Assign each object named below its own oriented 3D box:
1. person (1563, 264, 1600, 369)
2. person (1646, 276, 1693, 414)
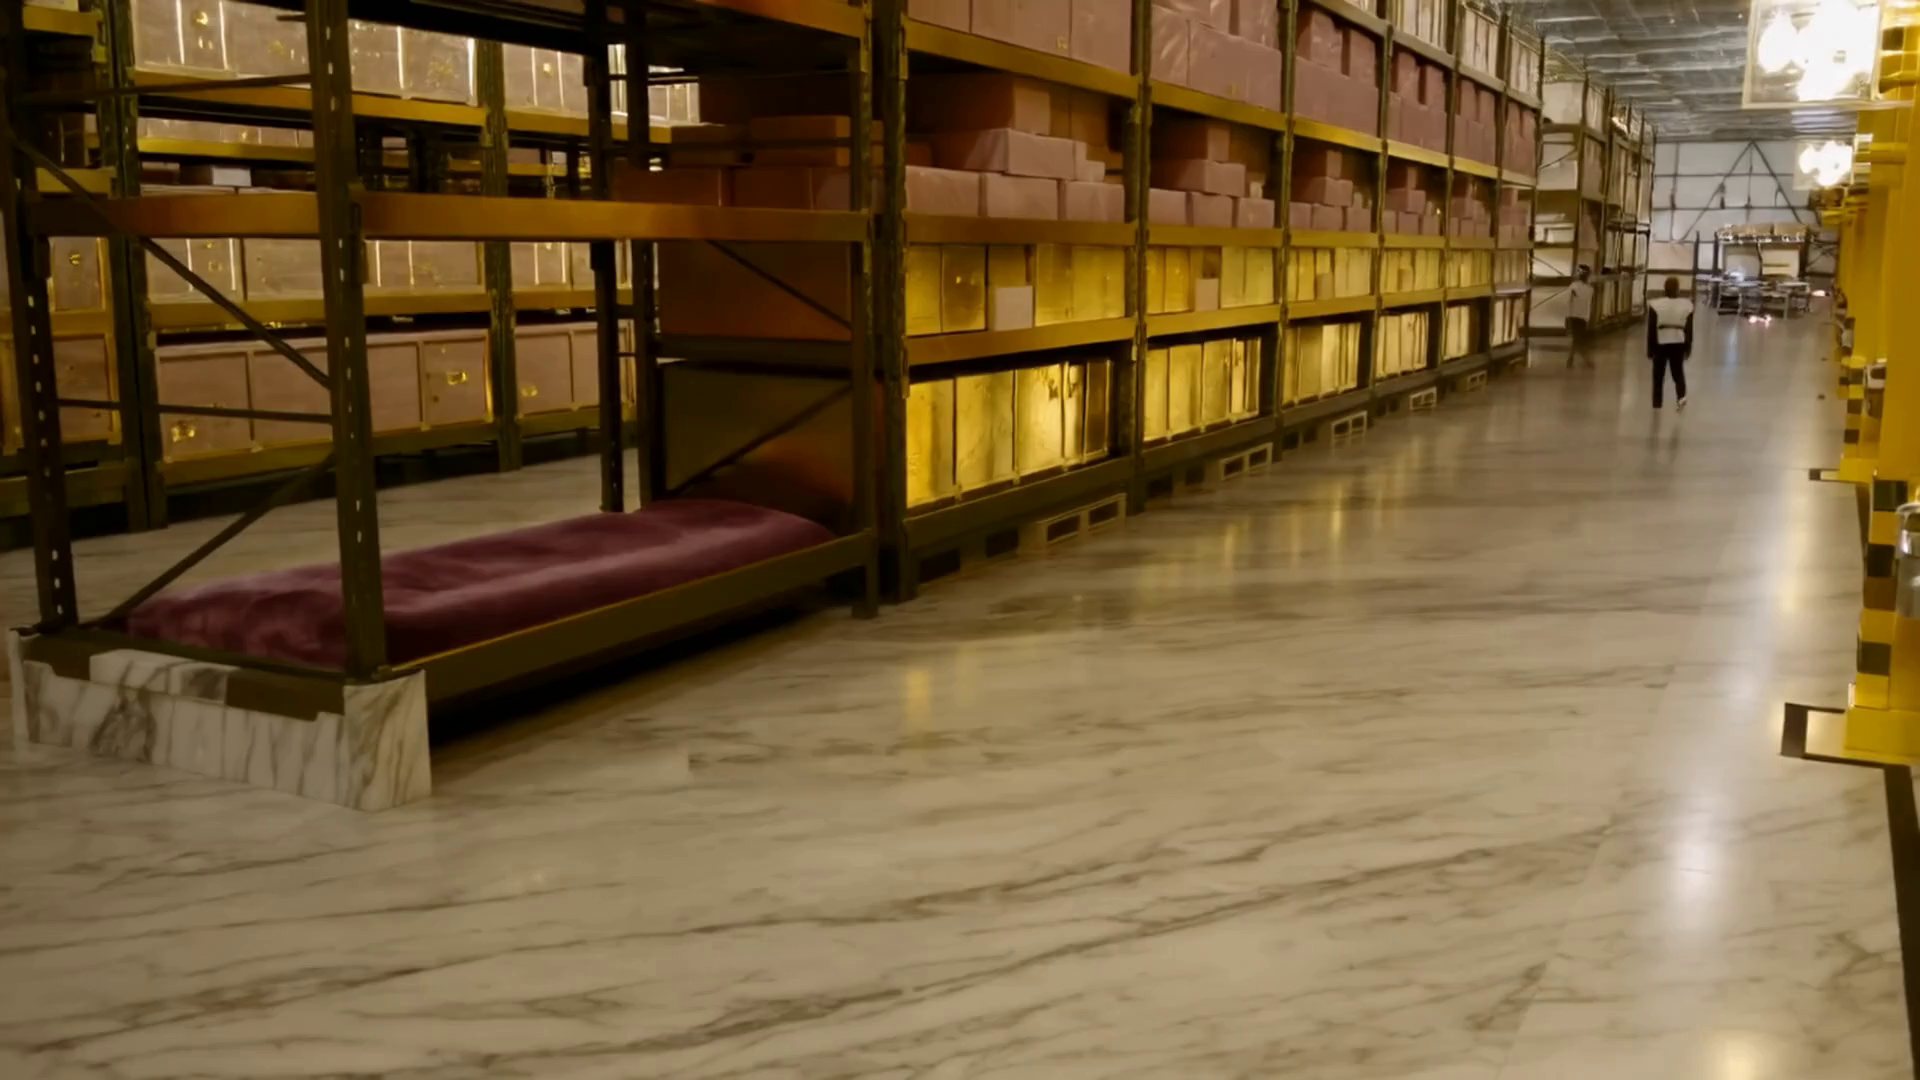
[{"bbox_3d":[11.688,-4.171,31.146,0.637,1.948,0.961,-3,10,-19],"label":"person"},{"bbox_3d":[9.723,-2.665,22.733,0.616,1.871,0.924,1,10,7],"label":"person"}]
